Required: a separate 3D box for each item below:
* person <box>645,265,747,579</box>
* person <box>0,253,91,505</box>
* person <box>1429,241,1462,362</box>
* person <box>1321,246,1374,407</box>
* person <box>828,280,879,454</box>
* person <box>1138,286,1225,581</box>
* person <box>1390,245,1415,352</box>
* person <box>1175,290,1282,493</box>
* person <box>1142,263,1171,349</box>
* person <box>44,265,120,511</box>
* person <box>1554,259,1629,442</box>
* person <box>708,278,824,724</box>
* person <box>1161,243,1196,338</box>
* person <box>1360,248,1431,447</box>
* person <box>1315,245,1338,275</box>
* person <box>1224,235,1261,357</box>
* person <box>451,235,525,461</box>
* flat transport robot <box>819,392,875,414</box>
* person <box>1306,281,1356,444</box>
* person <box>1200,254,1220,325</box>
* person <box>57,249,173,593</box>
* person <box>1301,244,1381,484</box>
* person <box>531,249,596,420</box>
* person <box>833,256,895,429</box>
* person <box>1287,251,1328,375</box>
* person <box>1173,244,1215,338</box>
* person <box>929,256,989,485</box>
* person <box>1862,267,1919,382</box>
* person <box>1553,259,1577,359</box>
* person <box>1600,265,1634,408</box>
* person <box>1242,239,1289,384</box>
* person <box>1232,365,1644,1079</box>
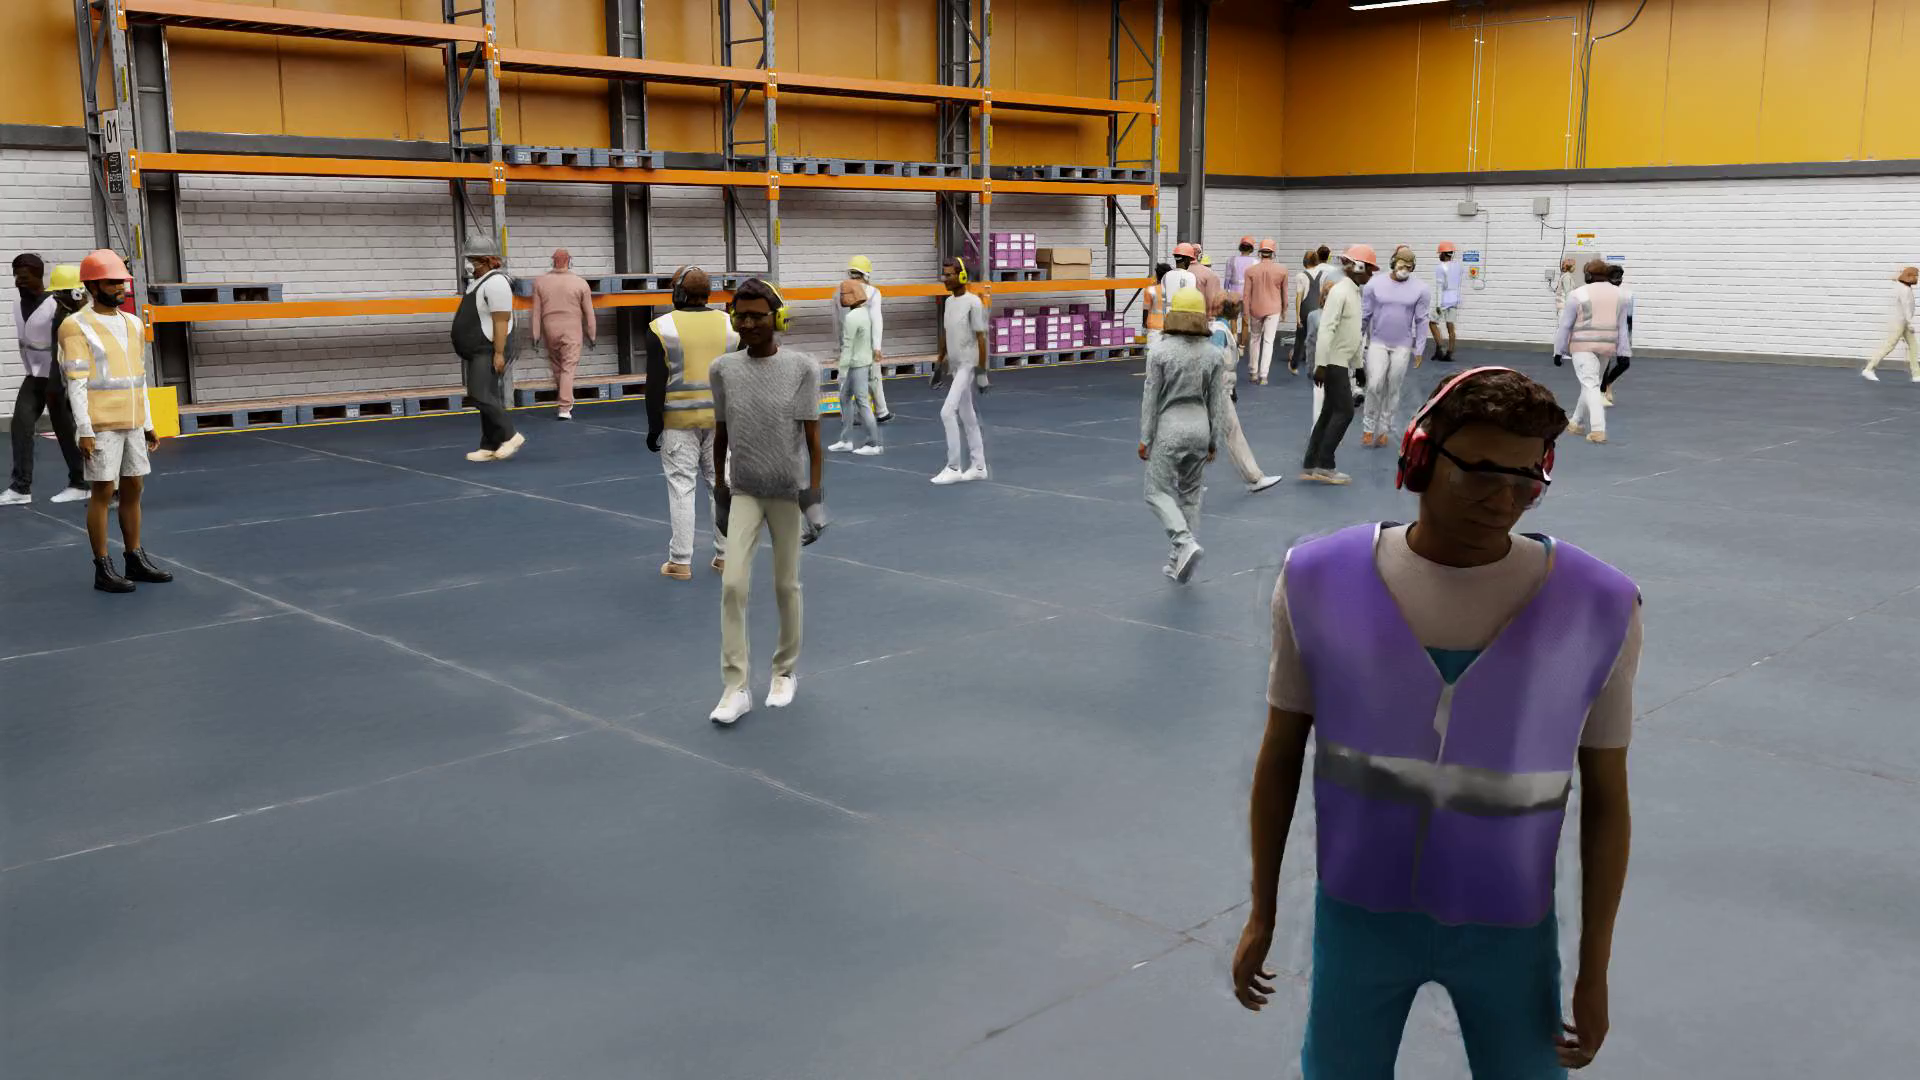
[{"bbox_3d":[-1.568,-0.691,9.844,0.633,1.846,0.429,-6,12,-31],"label":"person"},{"bbox_3d":[-6.911,-1.178,12.394,0.615,1.879,0.859,6,12,28],"label":"person"},{"bbox_3d":[7.791,-3.815,26.678,0.569,1.917,0.480,-5,12,-26],"label":"person"},{"bbox_3d":[4.589,-2.510,19.637,0.660,1.882,1.058,0,10,2],"label":"person"},{"bbox_3d":[-1.034,-1.588,15.351,0.652,1.605,0.536,2,11,11],"label":"person"},{"bbox_3d":[1.297,-0.592,9.602,0.500,1.728,0.568,-4,11,-19],"label":"person"},{"bbox_3d":[7.542,-4.158,28.729,0.780,1.861,0.579,-2,11,-9],"label":"person"},{"bbox_3d":[2.106,-1.155,13.052,0.856,1.588,0.533,1,10,7],"label":"person"},{"bbox_3d":[2.641,-2.758,21.588,0.542,1.679,0.712,-3,11,-14],"label":"person"},{"bbox_3d":[-6.338,-1.087,12.108,0.659,1.807,0.459,10,14,42],"label":"person"},{"bbox_3d":[6.261,-1.883,16.532,0.628,1.791,0.996,-2,11,-10],"label":"person"},{"bbox_3d":[-0.816,-0.152,6.934,0.516,1.845,0.775,1,10,4],"label":"person"},{"bbox_3d":[2.695,-2.642,20.247,0.364,1.933,0.543,-8,13,-38],"label":"person"},{"bbox_3d":[4.077,-1.806,15.779,0.709,1.896,0.593,2,11,12],"label":"person"},{"bbox_3d":[5.584,-3.611,25.688,0.514,1.876,0.328,1,10,8],"label":"person"},{"bbox_3d":[4.702,-4.047,27.670,0.634,2.020,0.494,2,11,10],"label":"person"},{"bbox_3d":[-4.255,-1.702,14.827,0.535,2.000,0.704,-6,12,-30],"label":"person"},{"bbox_3d":[-1.622,-1.529,18.710,1.431,0.197,0.652,-7,13,-34],"label":"flat transport robot"},{"bbox_3d":[3.535,-1.663,15.840,0.513,1.586,0.847,4,11,20],"label":"person"},{"bbox_3d":[3.684,-3.431,25.077,0.528,1.744,0.406,-1,10,-8],"label":"person"},{"bbox_3d":[-4.821,-0.677,9.509,0.354,1.942,0.545,3,11,17],"label":"person"},{"bbox_3d":[3.110,-1.436,13.634,0.593,1.943,0.647,5,11,23],"label":"person"},{"bbox_3d":[-4.377,-2.291,18.514,0.674,1.856,0.994,1,10,3],"label":"person"},{"bbox_3d":[-0.996,-2.075,17.507,0.626,1.797,0.844,5,12,27],"label":"person"},{"bbox_3d":[4.986,-3.219,23.756,0.515,1.794,0.964,-1,10,-5],"label":"person"},{"bbox_3d":[3.126,-3.004,22.289,0.654,1.906,0.406,6,12,29],"label":"person"},{"bbox_3d":[-0.064,-1.381,13.608,0.730,1.844,0.505,-4,11,-23],"label":"person"},{"bbox_3d":[13.049,-2.991,23.076,0.853,1.592,0.500,8,13,38],"label":"person"},{"bbox_3d":[9.933,-3.790,27.300,0.313,1.642,0.513,2,11,12],"label":"person"},{"bbox_3d":[7.682,-2.402,19.619,0.547,1.677,0.399,-2,11,-9],"label":"person"},{"bbox_3d":[4.209,-3.144,22.904,0.604,1.949,0.957,3,11,15],"label":"person"},{"bbox_3d":[0.801,0.625,2.741,0.736,1.822,0.436,3,11,15],"label":"person"}]
